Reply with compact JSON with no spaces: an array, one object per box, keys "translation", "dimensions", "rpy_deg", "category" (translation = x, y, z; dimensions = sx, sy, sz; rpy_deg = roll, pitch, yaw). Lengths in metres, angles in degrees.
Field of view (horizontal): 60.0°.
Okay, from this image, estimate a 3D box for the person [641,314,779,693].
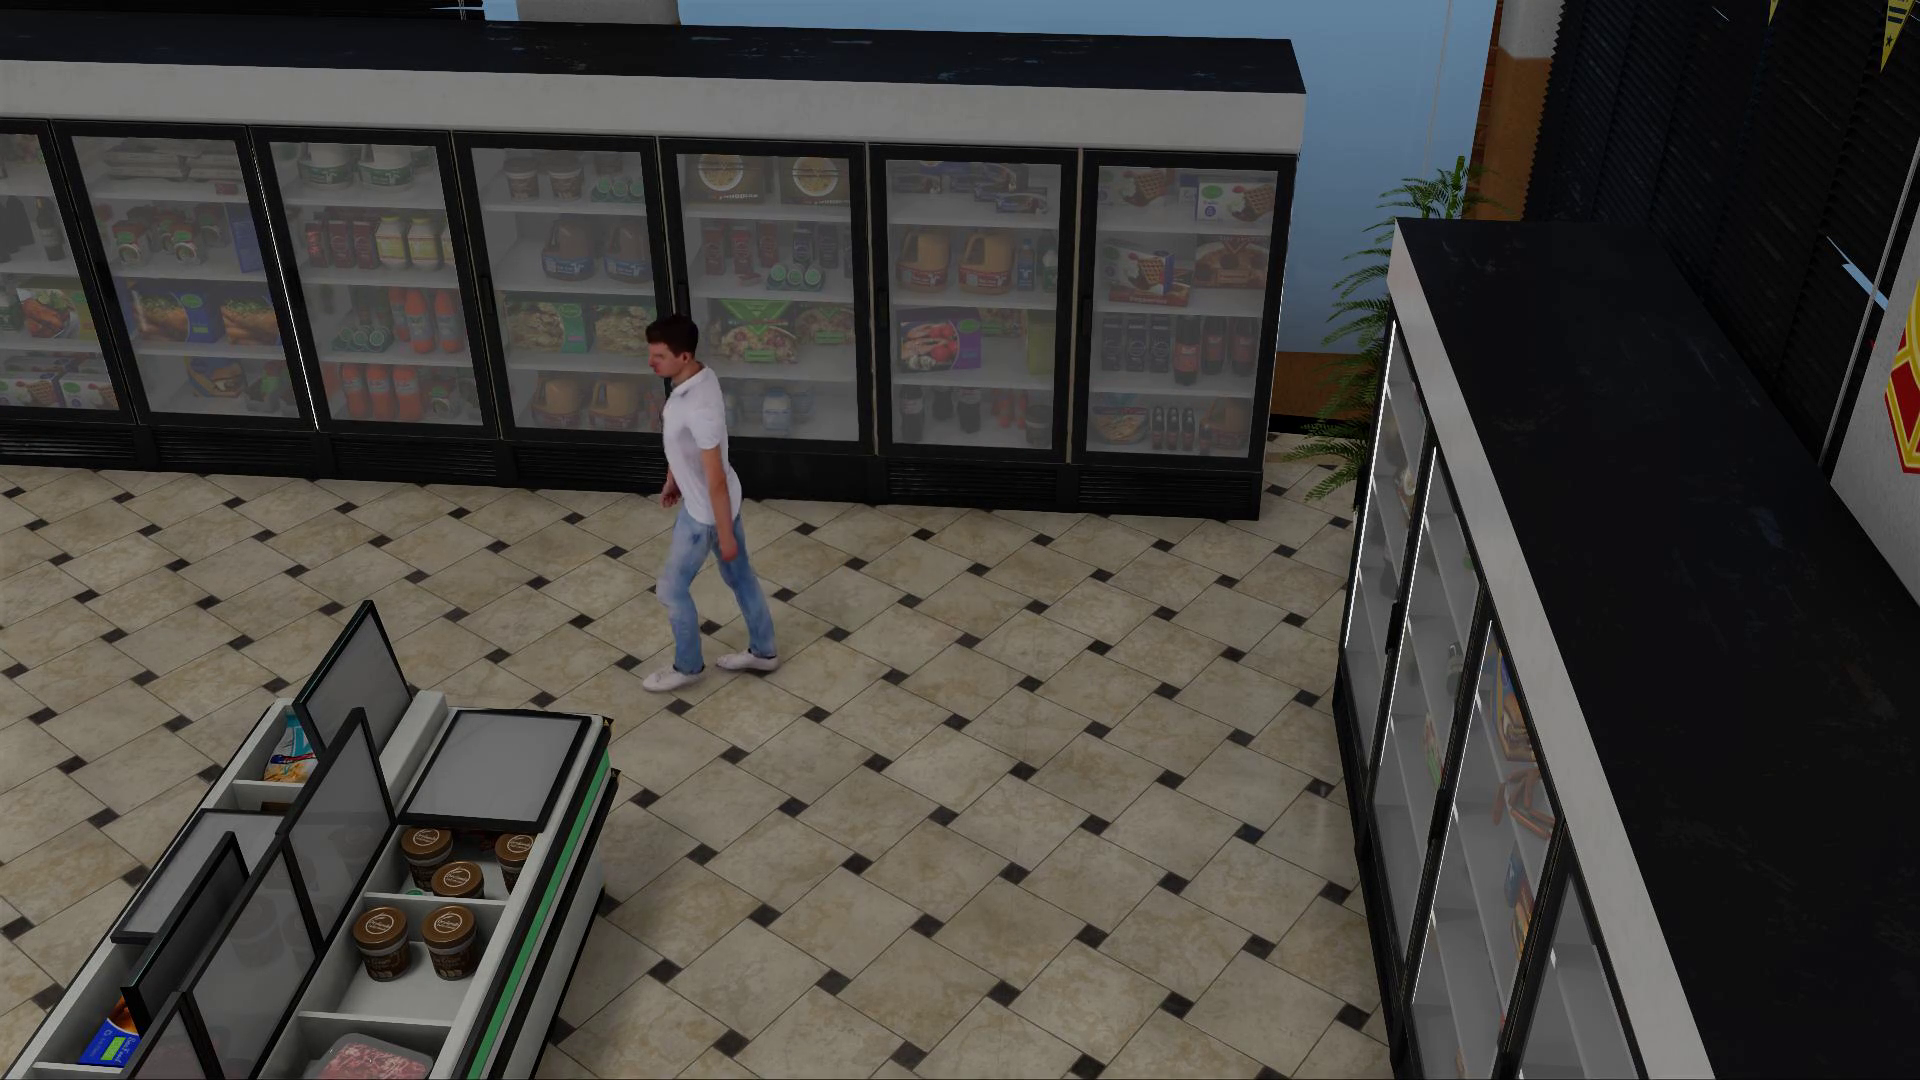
[{"translation":[-0.983,-0.140,7.174],"dimensions":[0.826,1.823,0.824],"rpy_deg":[-1,32,-2],"category":"person"}]
